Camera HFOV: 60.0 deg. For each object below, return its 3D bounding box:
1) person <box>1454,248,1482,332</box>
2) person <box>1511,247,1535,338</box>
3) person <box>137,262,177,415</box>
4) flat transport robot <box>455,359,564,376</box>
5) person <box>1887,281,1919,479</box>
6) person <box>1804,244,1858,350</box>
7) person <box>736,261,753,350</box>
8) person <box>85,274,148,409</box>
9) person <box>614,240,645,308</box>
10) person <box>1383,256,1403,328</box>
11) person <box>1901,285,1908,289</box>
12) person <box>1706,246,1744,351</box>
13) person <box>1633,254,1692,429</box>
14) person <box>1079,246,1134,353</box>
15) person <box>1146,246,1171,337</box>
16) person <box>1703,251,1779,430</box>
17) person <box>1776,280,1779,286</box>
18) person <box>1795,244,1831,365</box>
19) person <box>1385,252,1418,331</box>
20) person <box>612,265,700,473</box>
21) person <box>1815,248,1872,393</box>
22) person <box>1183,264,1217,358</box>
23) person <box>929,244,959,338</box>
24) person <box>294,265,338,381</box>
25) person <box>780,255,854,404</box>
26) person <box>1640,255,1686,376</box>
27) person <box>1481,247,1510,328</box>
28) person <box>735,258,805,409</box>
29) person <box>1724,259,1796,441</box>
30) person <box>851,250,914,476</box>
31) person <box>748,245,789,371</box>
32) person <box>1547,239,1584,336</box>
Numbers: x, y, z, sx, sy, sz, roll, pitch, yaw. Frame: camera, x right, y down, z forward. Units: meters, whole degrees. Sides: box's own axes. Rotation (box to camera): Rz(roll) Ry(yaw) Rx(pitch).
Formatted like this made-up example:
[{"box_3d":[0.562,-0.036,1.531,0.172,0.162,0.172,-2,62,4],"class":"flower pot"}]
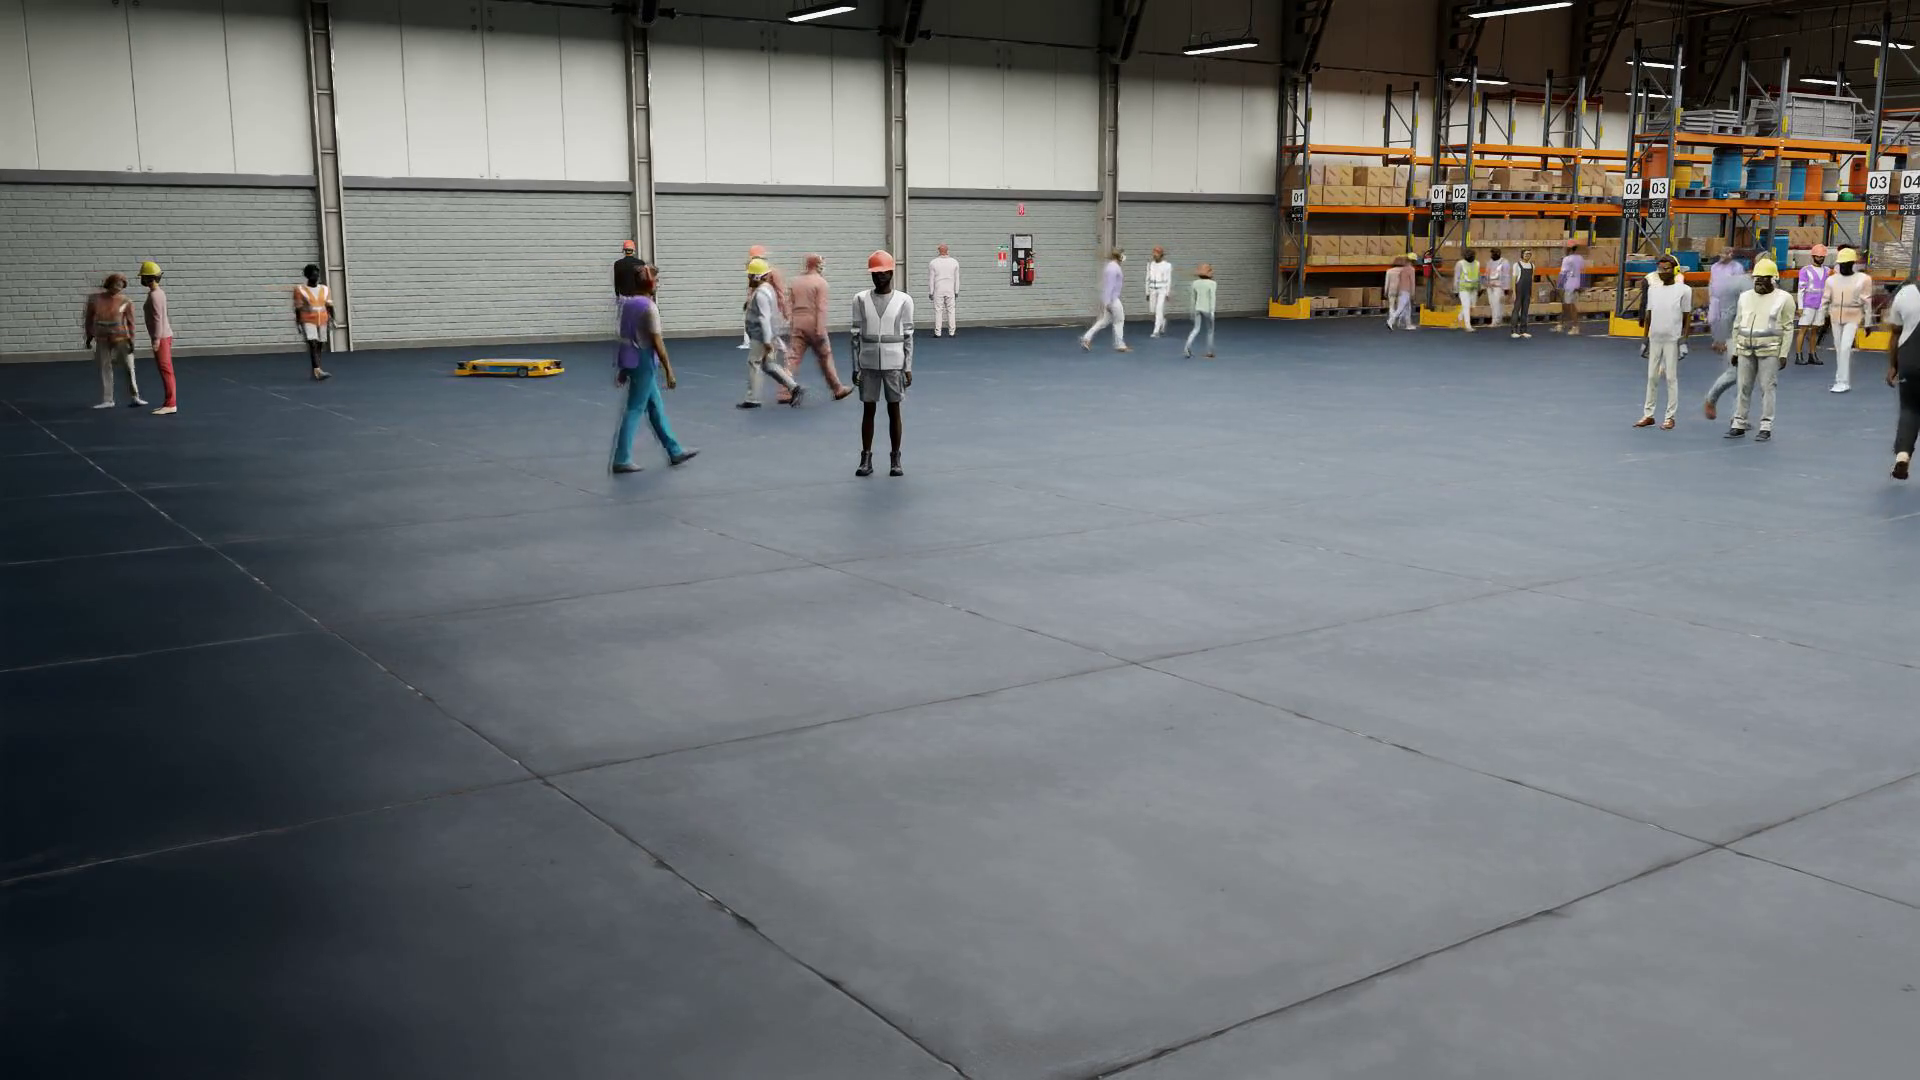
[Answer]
[{"box_3d":[11.018,-5.442,36.230,0.674,1.812,0.705,-3,11,-17],"class":"person"},{"box_3d":[11.487,-5.038,33.916,0.508,1.846,0.345,-4,11,-21],"class":"person"},{"box_3d":[-9.334,-2.341,19.341,0.324,1.769,0.523,-4,11,-19],"class":"person"},{"box_3d":[-6.680,-2.568,24.688,1.431,0.197,0.652,1,10,8],"class":"flat transport robot"},{"box_3d":[8.068,-1.455,13.733,0.703,2.000,0.536,9,14,42],"class":"person"},{"box_3d":[16.083,-4.447,30.483,0.610,1.910,0.990,-5,11,-25],"class":"person"},{"box_3d":[-3.819,-4.261,30.299,0.729,1.614,0.529,-2,11,-12],"class":"person"},{"box_3d":[-10.171,-2.375,19.969,0.607,1.612,0.323,-3,11,-13],"class":"person"},{"box_3d":[-6.173,-4.624,31.227,0.612,1.997,0.375,-2,10,-8],"class":"person"},{"box_3d":[9.866,-5.603,37.651,0.519,1.617,0.391,1,10,7],"class":"person"},{"box_3d":[19.168,-4.967,33.296,0.627,1.931,0.368,5,11,25],"class":"person"},{"box_3d":[13.731,-4.334,29.918,0.421,1.895,0.648,-8,13,-36],"class":"person"},{"box_3d":[7.566,-2.122,17.860,0.325,1.871,0.516,-8,13,-38],"class":"person"},{"box_3d":[2.599,-4.247,29.449,0.909,1.908,0.639,1,10,6],"class":"person"},{"box_3d":[4.115,-5.106,34.252,0.577,1.865,0.656,7,13,35],"class":"person"},{"box_3d":[8.399,-2.146,17.888,0.700,1.903,0.622,-2,11,-13],"class":"person"},{"box_3d":[19.106,-5.900,39.288,0.689,1.615,0.528,-6,12,-31],"class":"person"},{"box_3d":[13.741,-3.776,26.739,0.553,1.935,0.361,-2,11,-11],"class":"person"},{"box_3d":[9.748,-5.466,36.580,0.794,1.722,0.536,-2,11,-13],"class":"person"},{"box_3d":[-2.706,-1.509,14.680,0.940,1.799,0.619,-6,12,-30],"class":"person"},{"box_3d":[11.598,-2.876,21.902,0.821,1.894,0.614,-7,13,-35],"class":"person"},{"box_3d":[4.095,-3.875,28.194,0.504,1.610,0.735,9,14,42],"class":"person"},{"box_3d":[-0.332,-5.080,33.965,0.643,1.912,0.410,-2,11,-13],"class":"person"},{"box_3d":[-9.154,-3.082,23.728,0.863,1.650,0.541,9,14,42],"class":"person"},{"box_3d":[-1.831,-2.622,20.723,0.657,1.830,1.057,9,14,41],"class":"person"},{"box_3d":[10.220,-3.251,24.266,0.661,1.806,0.722,1,10,5],"class":"person"},{"box_3d":[12.033,-5.690,37.573,0.688,1.823,0.644,-6,12,-28],"class":"person"},{"box_3d":[-2.282,-2.448,19.836,0.757,1.808,0.589,1,10,6],"class":"person"},{"box_3d":[8.098,-1.919,16.844,0.404,1.834,0.592,-8,13,-38],"class":"person"},{"box_3d":[-0.672,-1.512,14.327,0.542,1.939,0.362,1,10,4],"class":"person"},{"box_3d":[-2.877,-3.571,25.640,0.846,1.942,0.617,-7,13,-35],"class":"person"},{"box_3d":[12.699,-5.304,34.917,0.632,2.006,0.923,-8,13,-38],"class":"person"}]
